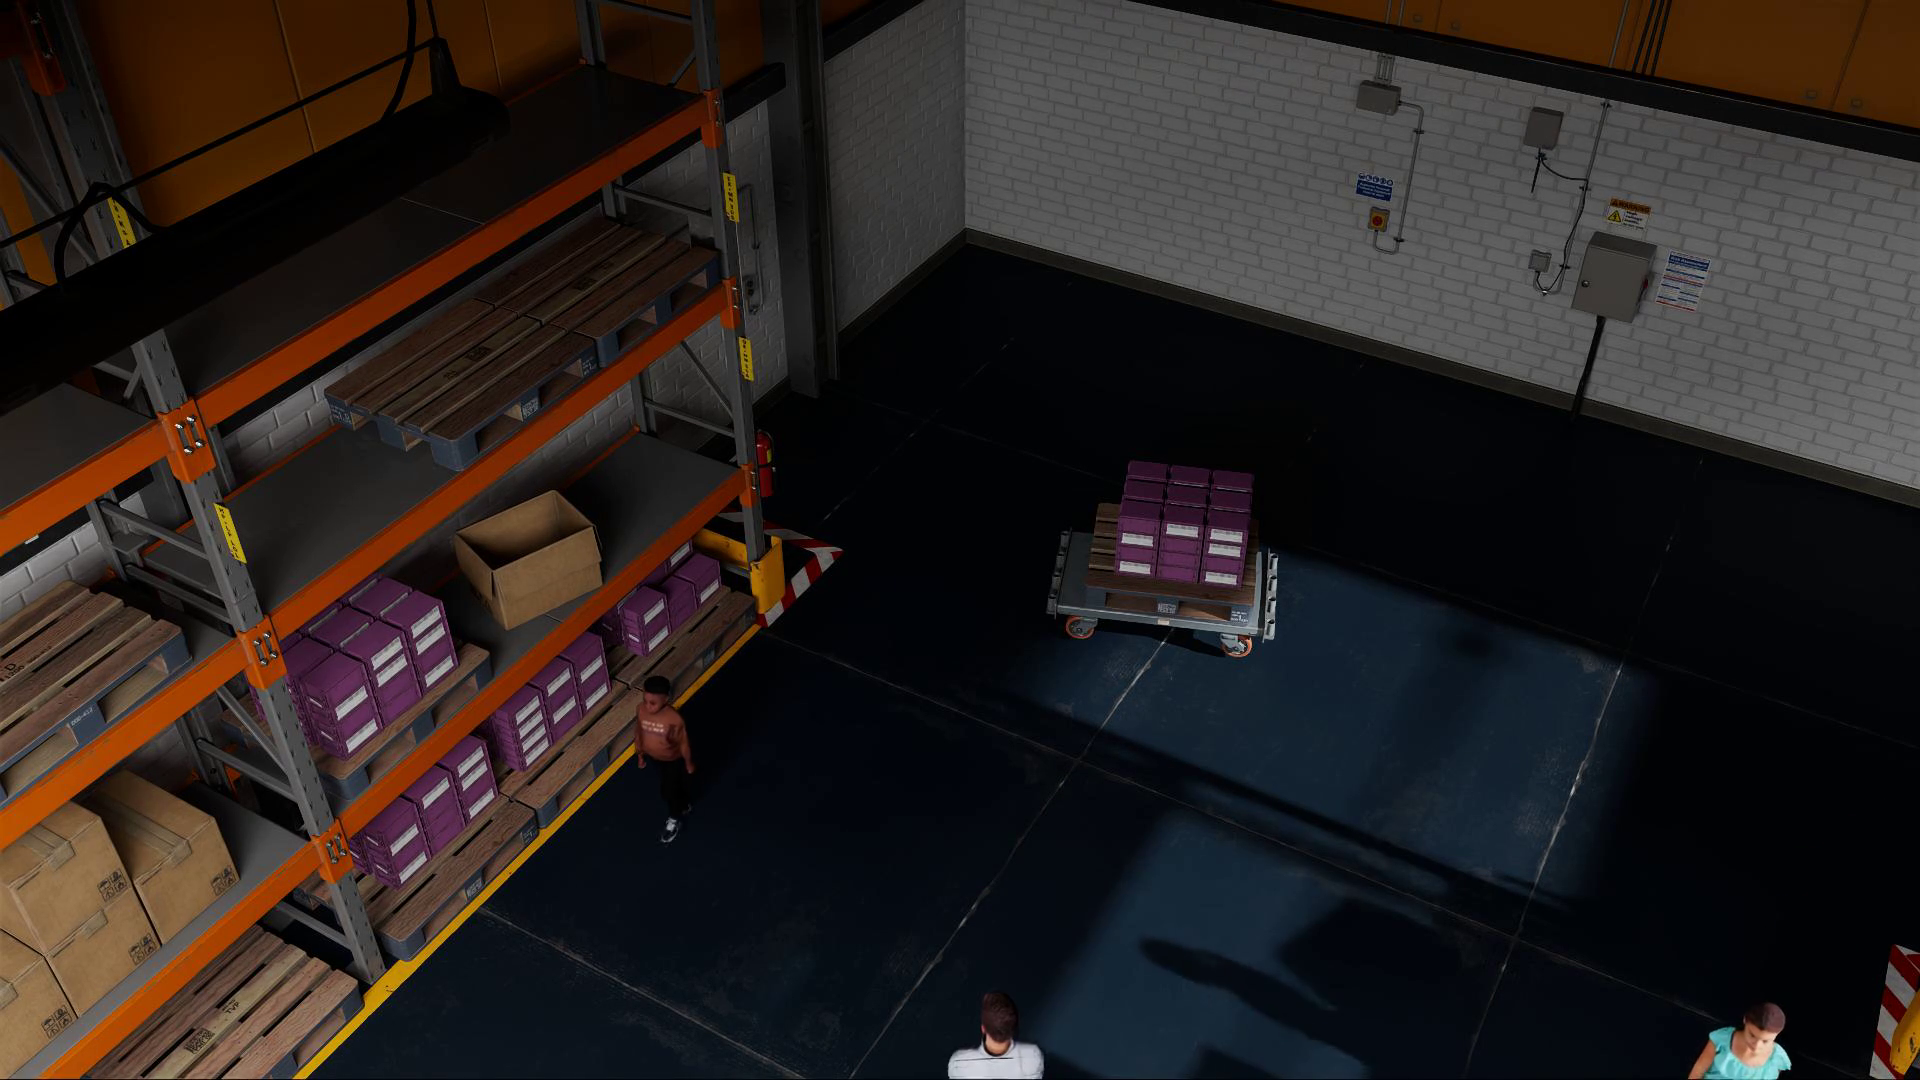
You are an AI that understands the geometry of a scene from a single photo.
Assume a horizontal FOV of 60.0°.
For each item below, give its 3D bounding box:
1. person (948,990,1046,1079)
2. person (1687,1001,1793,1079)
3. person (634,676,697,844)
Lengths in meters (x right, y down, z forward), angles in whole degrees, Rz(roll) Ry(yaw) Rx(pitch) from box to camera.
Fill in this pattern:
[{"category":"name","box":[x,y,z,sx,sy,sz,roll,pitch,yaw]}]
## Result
[{"category":"person","box":[0.181,2.925,8.126,0.925,1.836,1.028,-3,39,-3]},{"category":"person","box":[3.934,2.807,8.530,0.585,1.516,1.014,22,44,25]},{"category":"person","box":[-1.835,1.317,10.614,0.535,1.244,0.581,19,42,22]}]
